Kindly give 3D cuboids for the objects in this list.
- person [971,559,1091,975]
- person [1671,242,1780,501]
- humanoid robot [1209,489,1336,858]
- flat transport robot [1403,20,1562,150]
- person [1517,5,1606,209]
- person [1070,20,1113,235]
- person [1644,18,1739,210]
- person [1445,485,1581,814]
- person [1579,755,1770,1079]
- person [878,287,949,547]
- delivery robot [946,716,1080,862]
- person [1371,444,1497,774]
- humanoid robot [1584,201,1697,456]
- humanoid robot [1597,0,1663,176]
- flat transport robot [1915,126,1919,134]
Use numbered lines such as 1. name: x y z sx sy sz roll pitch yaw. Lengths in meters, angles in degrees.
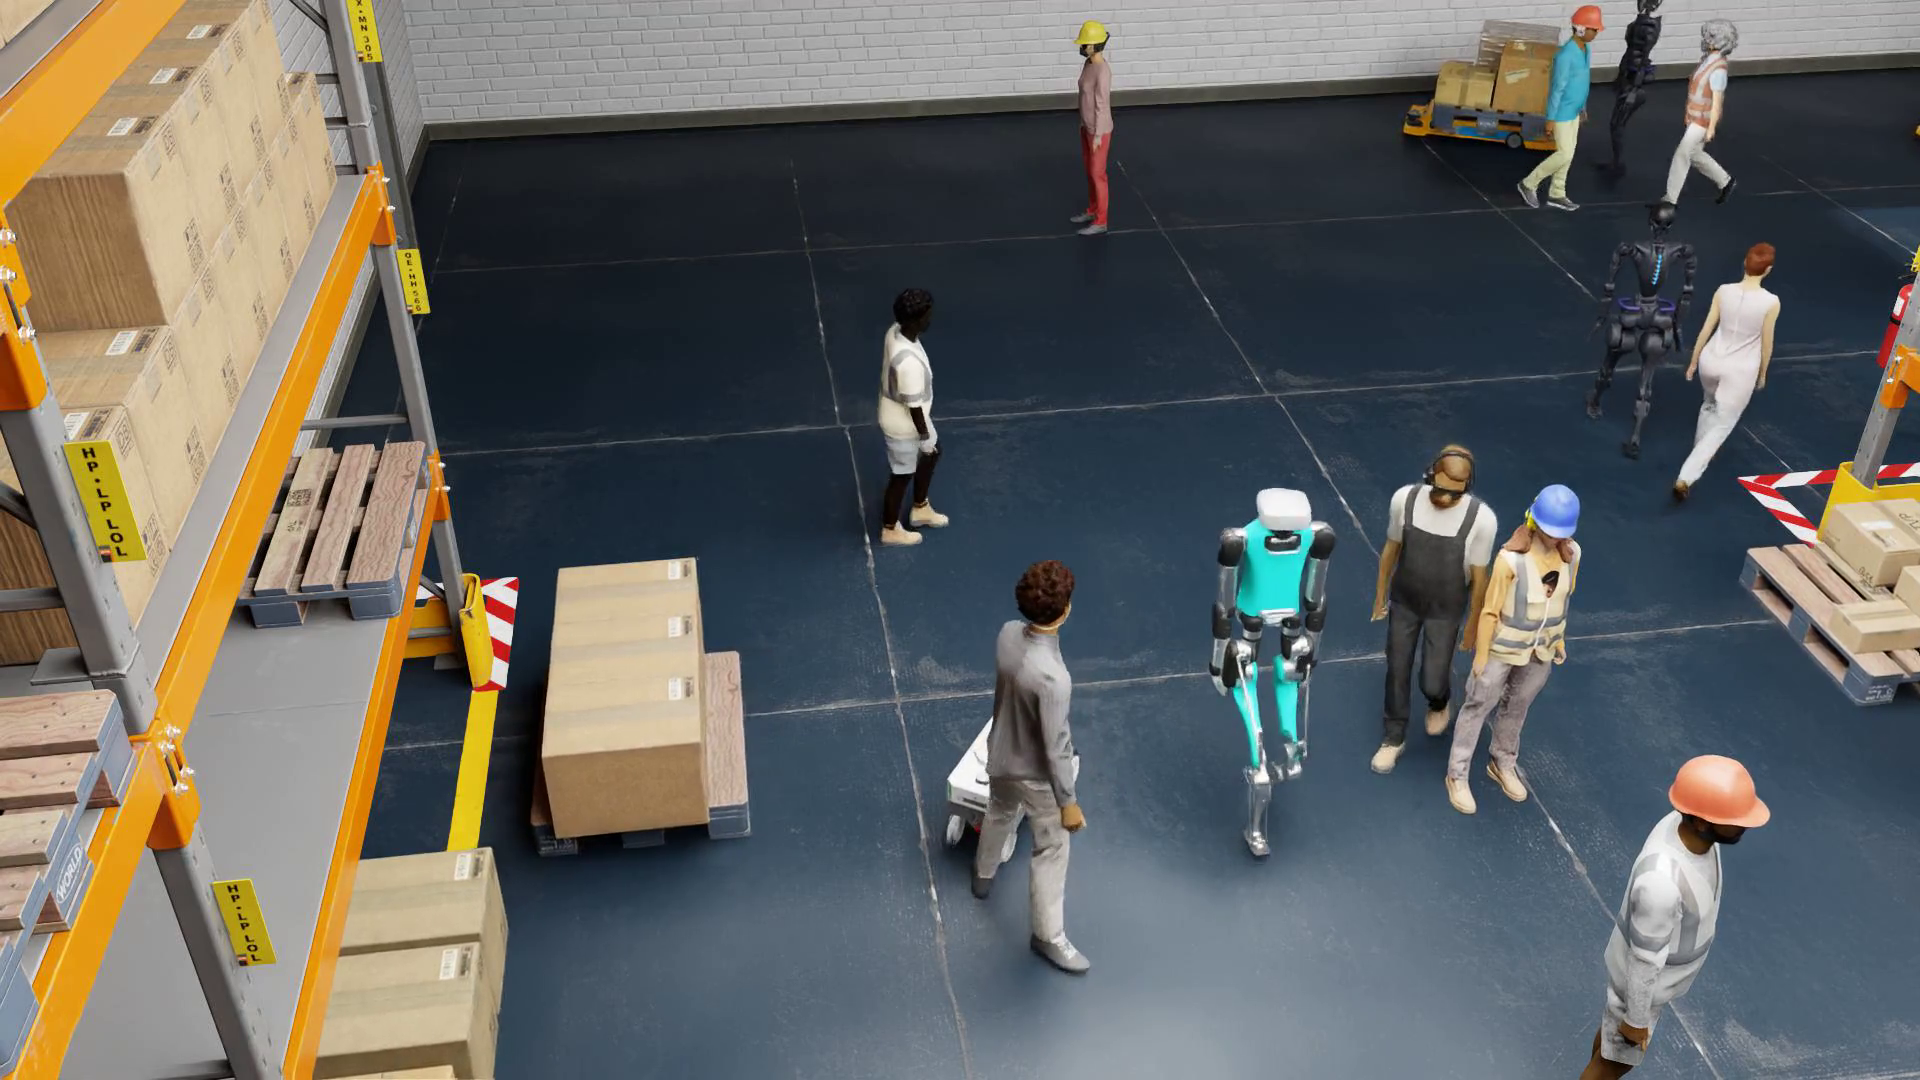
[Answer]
1. person: 0.286 0.922 6.975 0.414 1.875 0.802 -18 37 -25
2. person: 4.684 -1.034 10.194 0.823 1.615 0.424 -25 41 -33
3. humanoid robot: 1.433 0.678 7.488 0.534 1.782 0.845 -5 33 -7
4. flat transport robot: 5.044 -4.013 16.002 1.431 0.231 0.659 12 35 17
5. person: 5.135 -3.648 14.102 0.494 1.735 0.599 21 39 29
6. person: 1.079 -3.383 13.677 0.337 1.755 0.516 -7 34 -10
7. person: 6.339 -3.562 14.023 0.699 1.660 0.442 4 33 7
8. person: 2.596 0.506 7.696 0.469 1.775 0.322 -9 34 -13
9. person: 2.500 1.539 5.965 0.352 1.942 0.544 20 38 28
10. person: -0.228 -0.691 9.617 0.574 1.673 0.545 -4 33 -6
11. delivery robot: 0.225 1.093 7.910 0.499 0.589 0.784 15 36 21
12. person: 2.237 0.305 7.961 0.533 1.823 0.479 20 38 28
13. humanoid robot: 4.395 -1.409 10.760 0.601 1.625 0.766 5 33 7
14. humanoid robot: 5.987 -4.080 14.820 0.327 1.645 0.602 4 33 6
15. flat transport robot: 9.936 -4.062 16.077 1.431 0.231 0.659 -23 39 -31
